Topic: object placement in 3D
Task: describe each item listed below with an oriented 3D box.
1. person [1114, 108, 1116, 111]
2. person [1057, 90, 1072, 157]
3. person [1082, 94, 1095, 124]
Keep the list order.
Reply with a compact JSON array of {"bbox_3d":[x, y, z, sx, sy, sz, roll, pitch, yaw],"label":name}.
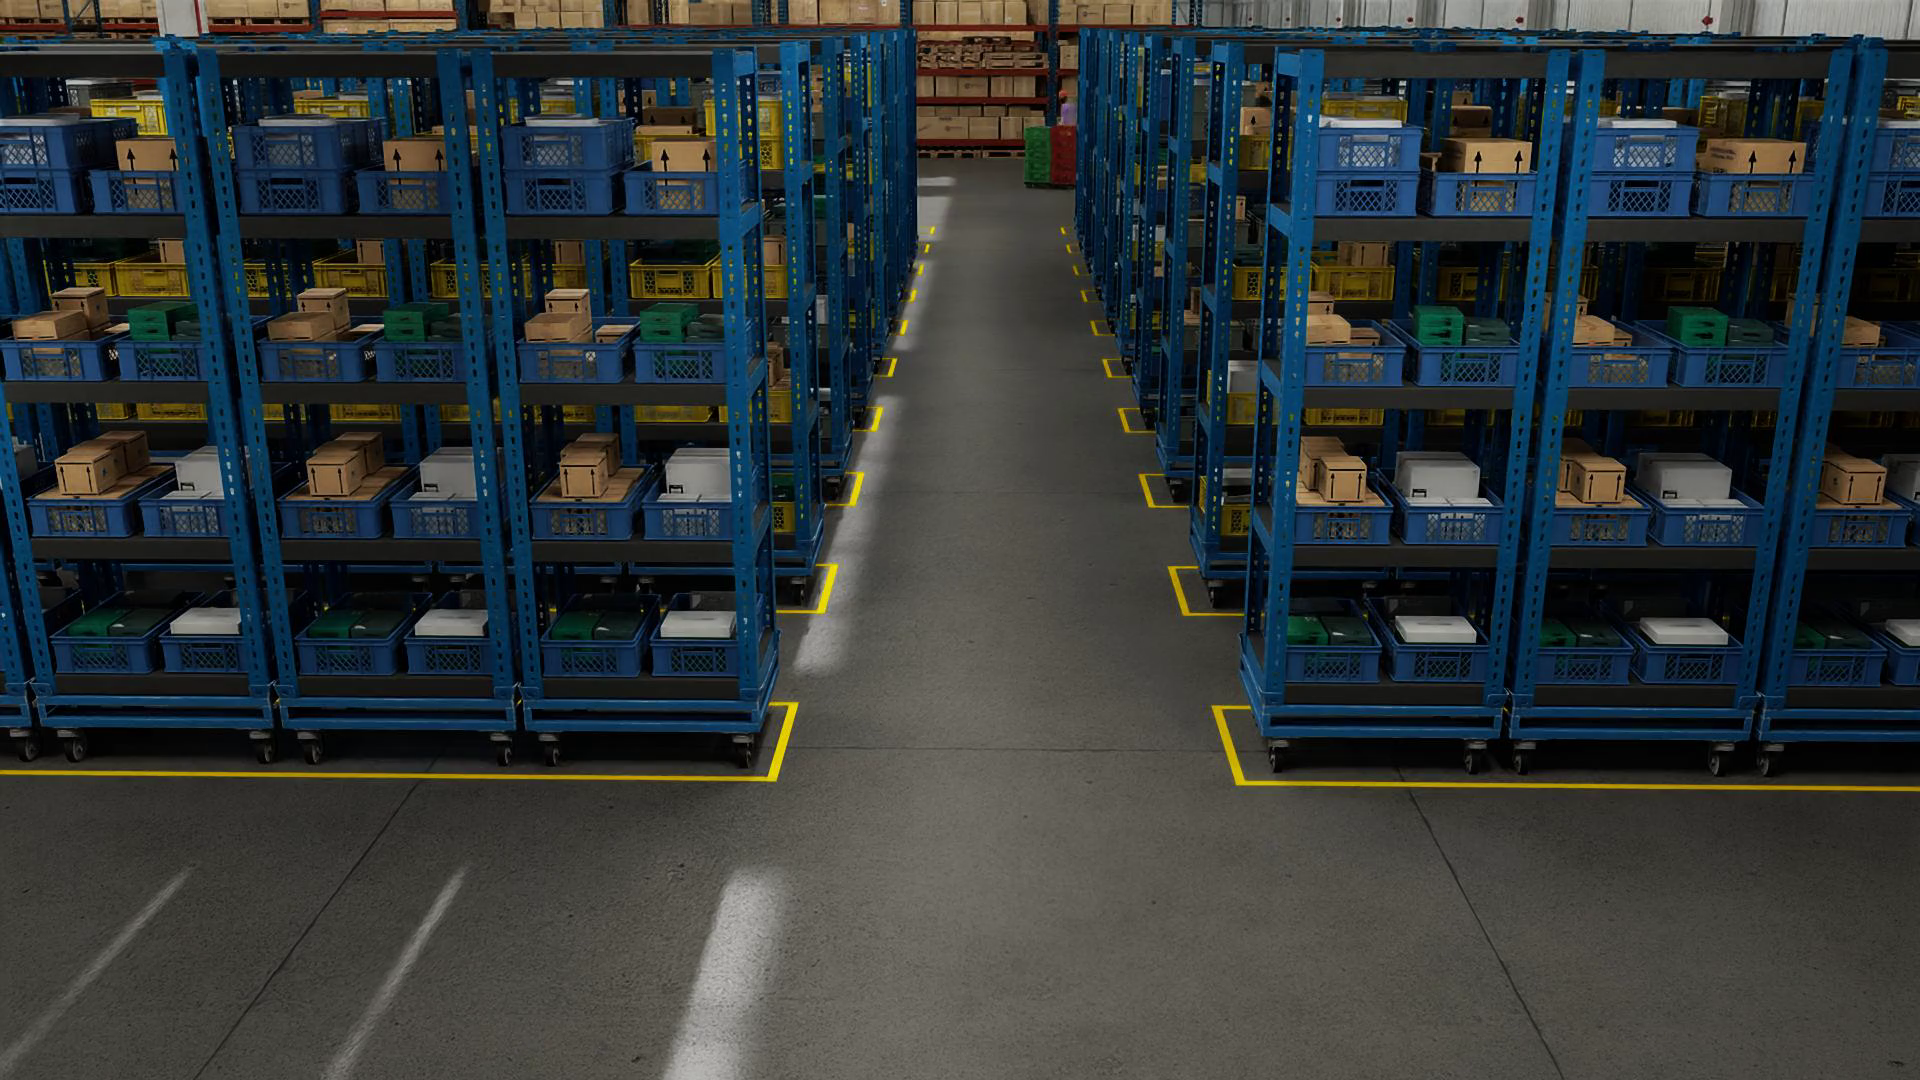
[{"bbox_3d":[4.164,-11.136,44.963,0.313,1.769,0.525,1,17,3],"label":"person"},{"bbox_3d":[2.664,-10.914,44.025,0.897,1.895,0.563,0,17,1],"label":"person"},{"bbox_3d":[3.334,-10.498,42.553,0.612,1.995,0.378,-2,18,-6],"label":"person"}]
